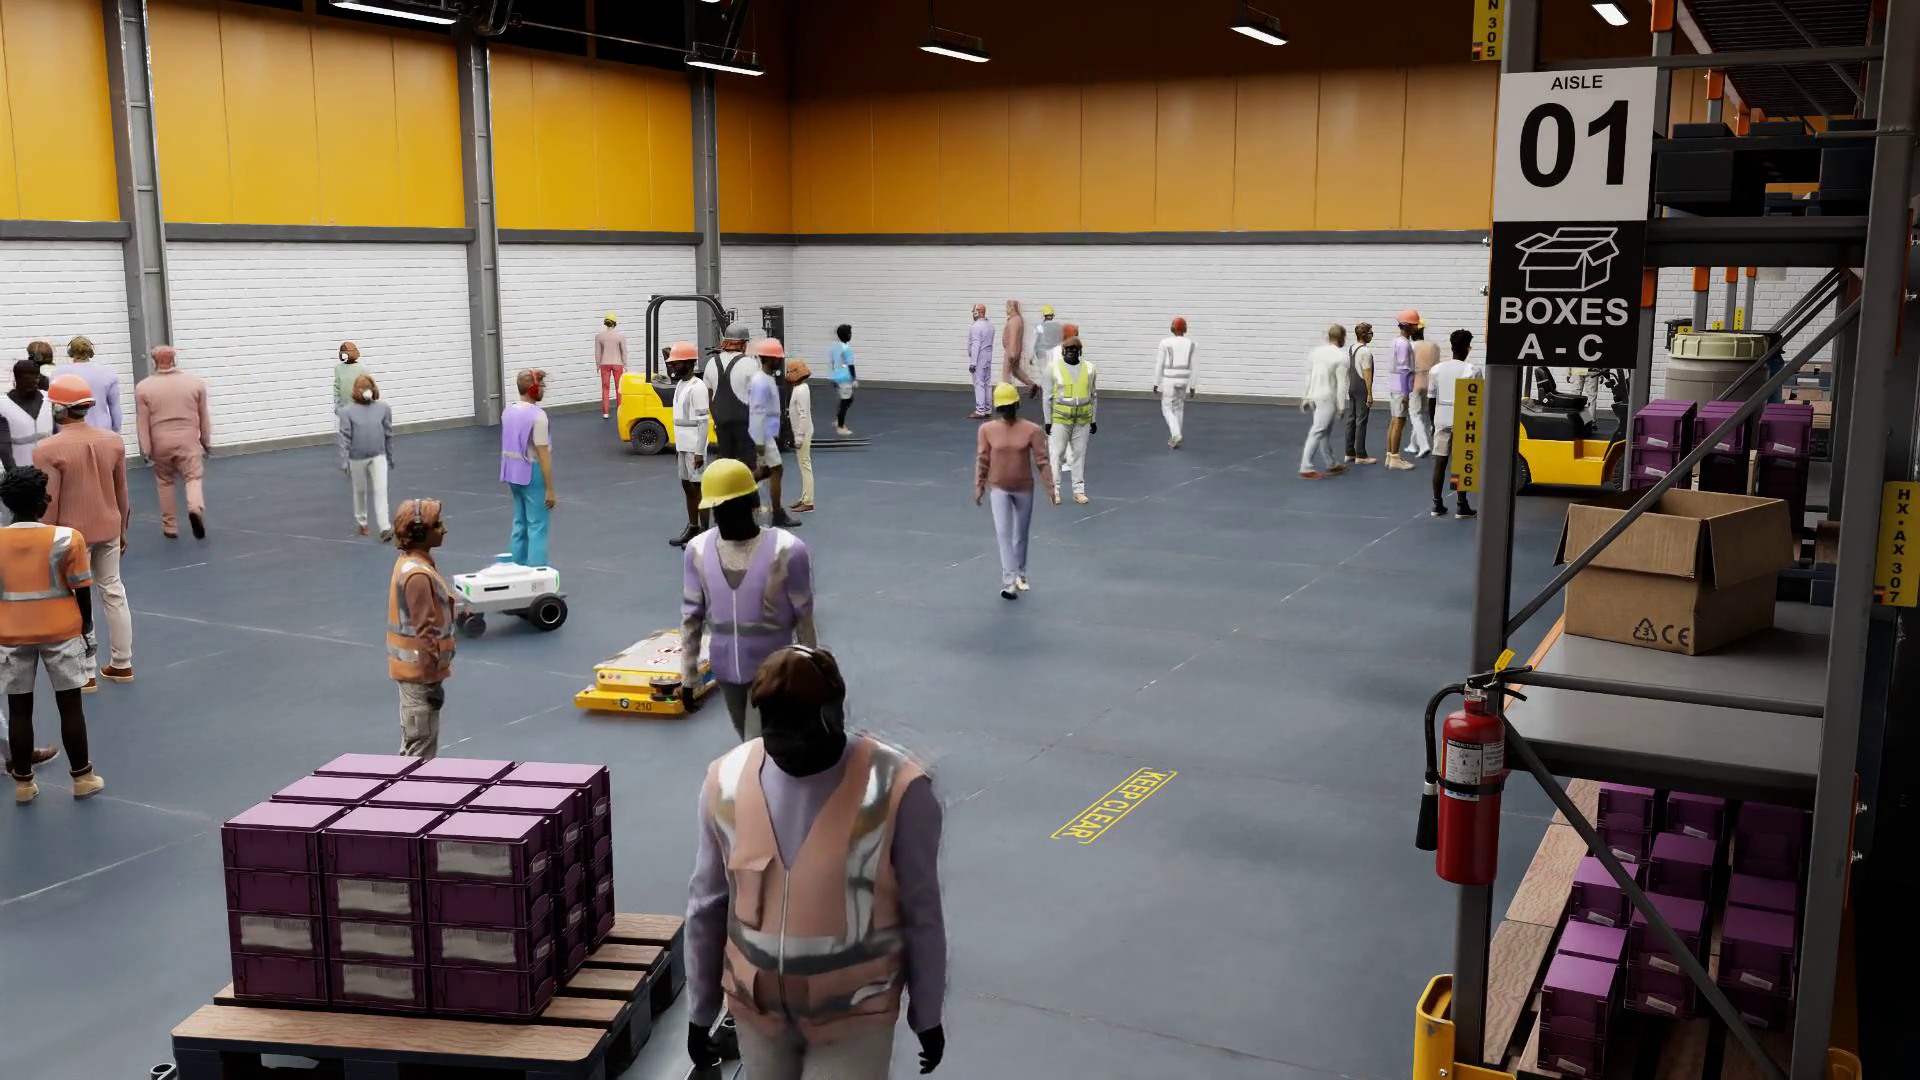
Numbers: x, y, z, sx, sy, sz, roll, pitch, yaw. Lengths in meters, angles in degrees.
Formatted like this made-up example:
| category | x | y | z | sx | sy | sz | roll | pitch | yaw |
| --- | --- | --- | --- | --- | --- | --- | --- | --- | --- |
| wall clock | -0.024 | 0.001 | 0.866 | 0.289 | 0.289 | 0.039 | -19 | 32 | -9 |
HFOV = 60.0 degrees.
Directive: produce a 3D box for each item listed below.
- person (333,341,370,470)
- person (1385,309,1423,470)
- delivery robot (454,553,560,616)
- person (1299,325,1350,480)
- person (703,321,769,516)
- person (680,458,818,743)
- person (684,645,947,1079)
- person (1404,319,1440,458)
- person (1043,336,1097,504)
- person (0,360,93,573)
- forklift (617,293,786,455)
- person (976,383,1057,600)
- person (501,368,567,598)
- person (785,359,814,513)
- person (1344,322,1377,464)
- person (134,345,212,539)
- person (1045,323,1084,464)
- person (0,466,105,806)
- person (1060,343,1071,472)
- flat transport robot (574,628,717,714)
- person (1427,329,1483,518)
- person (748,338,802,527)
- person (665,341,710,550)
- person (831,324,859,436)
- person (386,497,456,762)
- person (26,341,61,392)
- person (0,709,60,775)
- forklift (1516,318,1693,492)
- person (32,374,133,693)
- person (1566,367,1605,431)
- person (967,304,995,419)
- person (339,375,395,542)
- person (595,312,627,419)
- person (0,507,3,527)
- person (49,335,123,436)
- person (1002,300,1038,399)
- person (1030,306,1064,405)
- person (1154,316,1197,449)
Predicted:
| category | x | y | z | sx | sy | sz | roll | pitch | yaw |
| --- | --- | --- | --- | --- | --- | --- | --- | --- | --- |
| person | -7.702 | -1.697 | 21.077 | 0.507 | 1.633 | 0.276 | 2 | 10 | 13 |
| person | 5.648 | -1.911 | 21.136 | 0.395 | 2.038 | 0.615 | 1 | 10 | 6 |
| delivery robot | -3.301 | 0.342 | 12.119 | 0.707 | 0.478 | 0.477 | -6 | 12 | -31 |
| person | 4.496 | -1.674 | 20.291 | 0.860 | 1.880 | 0.649 | -5 | 11 | -25 |
| person | -2.304 | -1.274 | 17.448 | 0.688 | 2.000 | 0.539 | 5 | 11 | 28 |
| person | -0.936 | 0.555 | 7.392 | 0.600 | 1.871 | 1.018 | 3 | 10 | 18 |
| person | -0.389 | 1.157 | 4.021 | 0.651 | 1.816 | 0.610 | 3 | 10 | 18 |
| person | 6.205 | -2.054 | 22.452 | 0.587 | 1.875 | 0.908 | -3 | 10 | -18 |
| person | 1.219 | -1.309 | 18.240 | 0.624 | 1.840 | 0.430 | -3 | 10 | -15 |
| person | -7.742 | -0.584 | 13.982 | 0.863 | 1.856 | 0.659 | 5 | 11 | 27 |
| forklift | -3.588 | -2.317 | 23.042 | 2.313 | 2.155 | 1.214 | -1 | 10 | -5 |
| person | 0.449 | -0.391 | 13.256 | 0.638 | 1.704 | 0.893 | 0 | 10 | 2 |
| person | -3.418 | -0.436 | 13.172 | 0.570 | 1.839 | 0.373 | 9 | 13 | 43 |
| person | -1.697 | -1.106 | 17.657 | 0.289 | 1.633 | 0.500 | -1 | 10 | -4 |
| person | 5.235 | -1.914 | 21.719 | 0.345 | 1.846 | 0.507 | -3 | 10 | -19 |
| person | -7.485 | -0.920 | 15.863 | 0.652 | 1.881 | 0.733 | -5 | 11 | -28 |
| person | 1.295 | -1.869 | 21.460 | 0.591 | 1.854 | 0.715 | 9 | 14 | 43 |
| person | -4.595 | 0.477 | 8.297 | 0.539 | 1.698 | 0.319 | -3 | 10 | -16 |
| person | 1.380 | -1.679 | 20.958 | 0.309 | 1.641 | 0.516 | 1 | 10 | 7 |
| flat transport robot | -1.825 | 0.808 | 10.517 | 0.652 | 0.197 | 1.431 | 2 | 10 | 13 |
| person | 5.150 | -1.207 | 17.280 | 0.607 | 1.965 | 0.366 | 9 | 13 | 43 |
| person | -2.025 | -1.076 | 16.693 | 0.796 | 1.911 | 0.553 | 0 | 10 | 2 |
| person | -2.525 | -0.869 | 15.408 | 0.372 | 1.934 | 0.551 | -6 | 11 | -30 |
| person | -1.721 | -2.403 | 25.030 | 0.380 | 1.684 | 0.539 | -4 | 11 | -23 |
| person | -2.460 | 0.622 | 7.631 | 0.314 | 1.642 | 0.515 | -4 | 11 | -22 |
| person | -9.677 | -1.171 | 17.482 | 0.767 | 1.815 | 0.664 | -1 | 10 | -6 |
| person | -5.047 | 0.413 | 8.369 | 0.526 | 1.811 | 1.011 | 4 | 11 | 23 |
| forklift | 7.066 | -1.601 | 18.899 | 2.313 | 2.155 | 1.214 | 5 | 11 | 27 |
| person | -5.500 | -0.041 | 10.441 | 0.375 | 1.997 | 0.612 | 5 | 11 | 25 |
| person | 9.666 | -2.594 | 25.695 | 0.591 | 1.833 | 0.403 | 5 | 11 | 28 |
| person | 0.320 | -2.972 | 27.671 | 0.403 | 1.906 | 0.651 | 5 | 11 | 27 |
| person | -5.663 | -0.785 | 15.919 | 0.517 | 1.585 | 0.881 | -6 | 11 | -30 |
| person | -5.781 | -2.892 | 27.611 | 0.528 | 1.767 | 0.329 | 0 | 10 | 0 |
| person | -7.843 | -0.443 | 13.015 | 0.820 | 1.917 | 0.634 | -7 | 12 | -34 |
| person | -8.622 | -1.051 | 16.455 | 0.629 | 1.940 | 0.373 | -8 | 12 | -37 |
| person | 1.025 | -3.496 | 30.739 | 0.723 | 1.888 | 0.652 | 3 | 10 | 17 |
| person | 1.562 | -3.344 | 30.179 | 0.613 | 1.789 | 0.852 | -3 | 10 | -15 |
| person | 3.040 | -2.207 | 23.374 | 0.602 | 1.870 | 0.719 | -3 | 10 | -17 |
